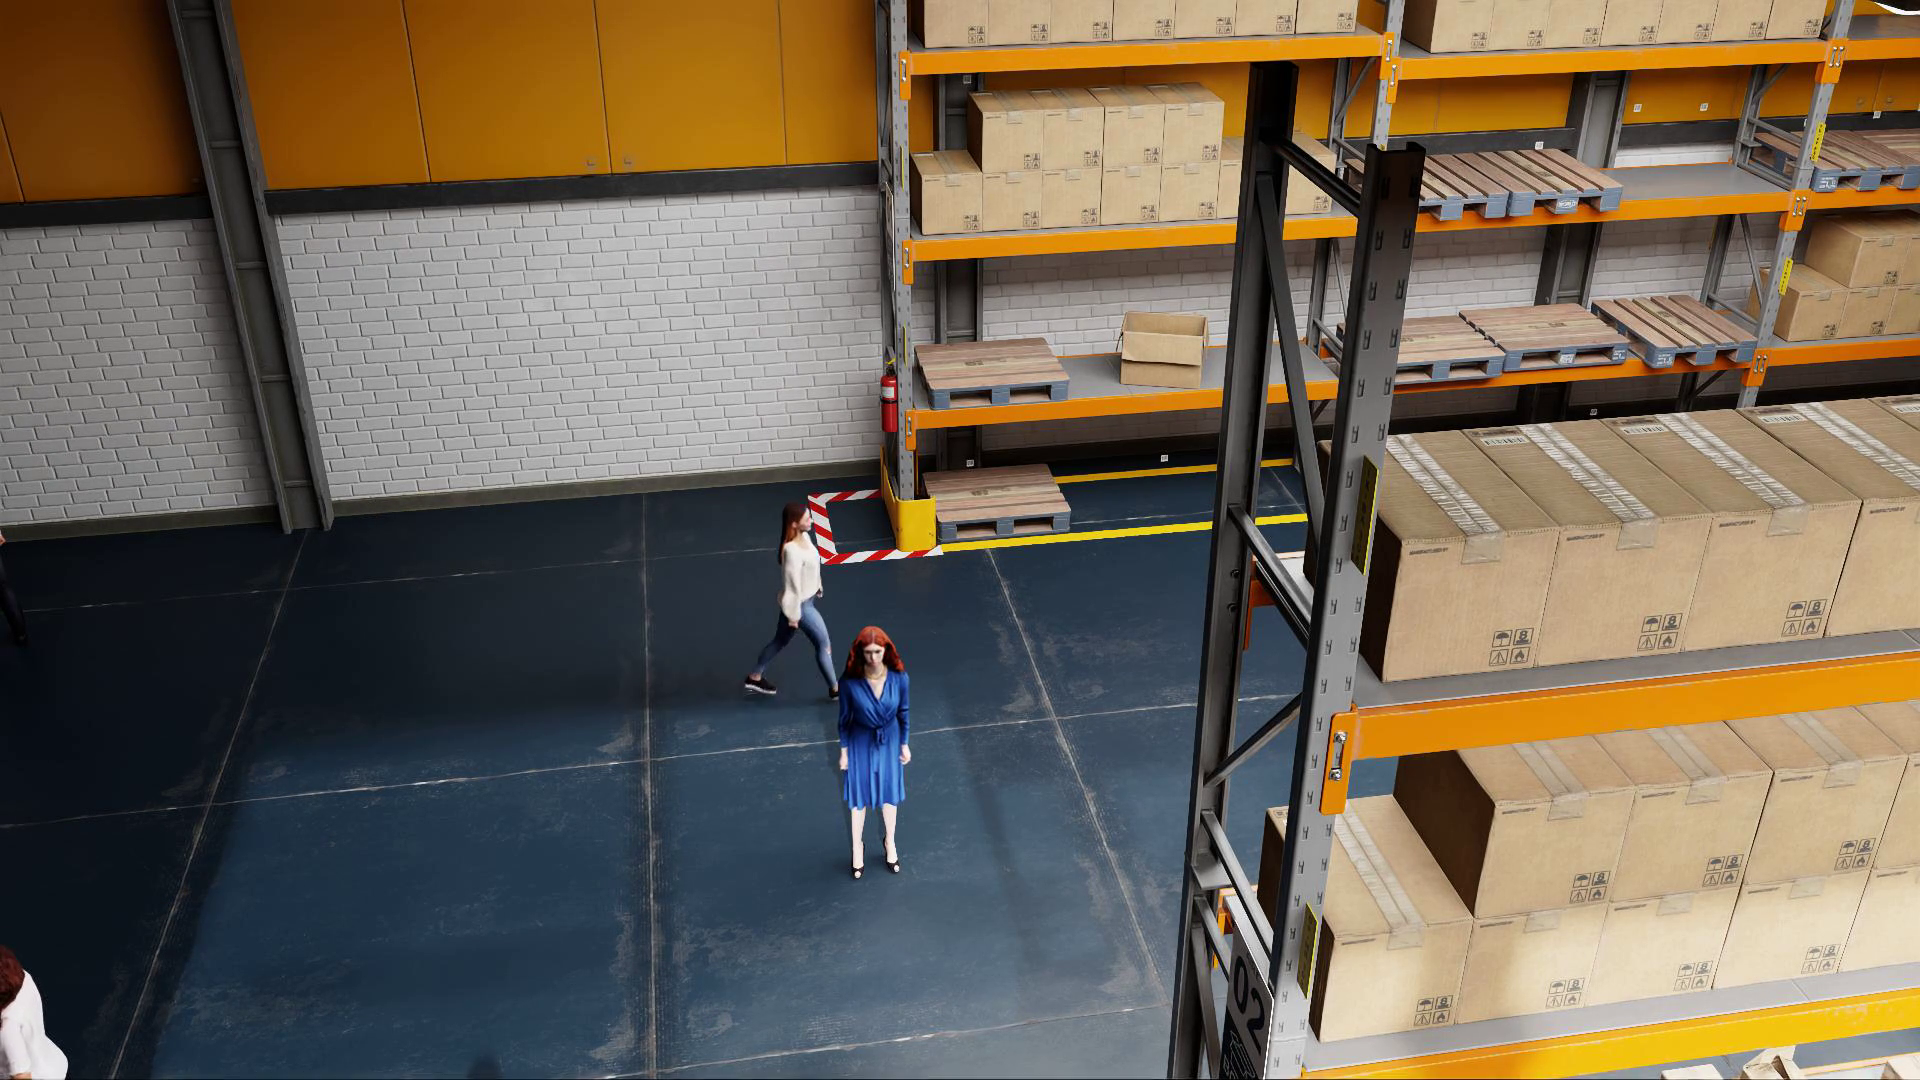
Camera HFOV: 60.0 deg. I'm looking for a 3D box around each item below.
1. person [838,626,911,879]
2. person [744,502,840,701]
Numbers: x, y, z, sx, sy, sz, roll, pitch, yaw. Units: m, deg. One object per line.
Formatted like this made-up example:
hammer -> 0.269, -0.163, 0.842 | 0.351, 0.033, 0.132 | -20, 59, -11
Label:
person -> -0.539, 1.335, 10.509 | 0.492, 1.828, 0.660 | -5, 29, -9
person -> -1.274, 0.483, 12.254 | 1.142, 1.654, 0.726 | -1, 29, -2
